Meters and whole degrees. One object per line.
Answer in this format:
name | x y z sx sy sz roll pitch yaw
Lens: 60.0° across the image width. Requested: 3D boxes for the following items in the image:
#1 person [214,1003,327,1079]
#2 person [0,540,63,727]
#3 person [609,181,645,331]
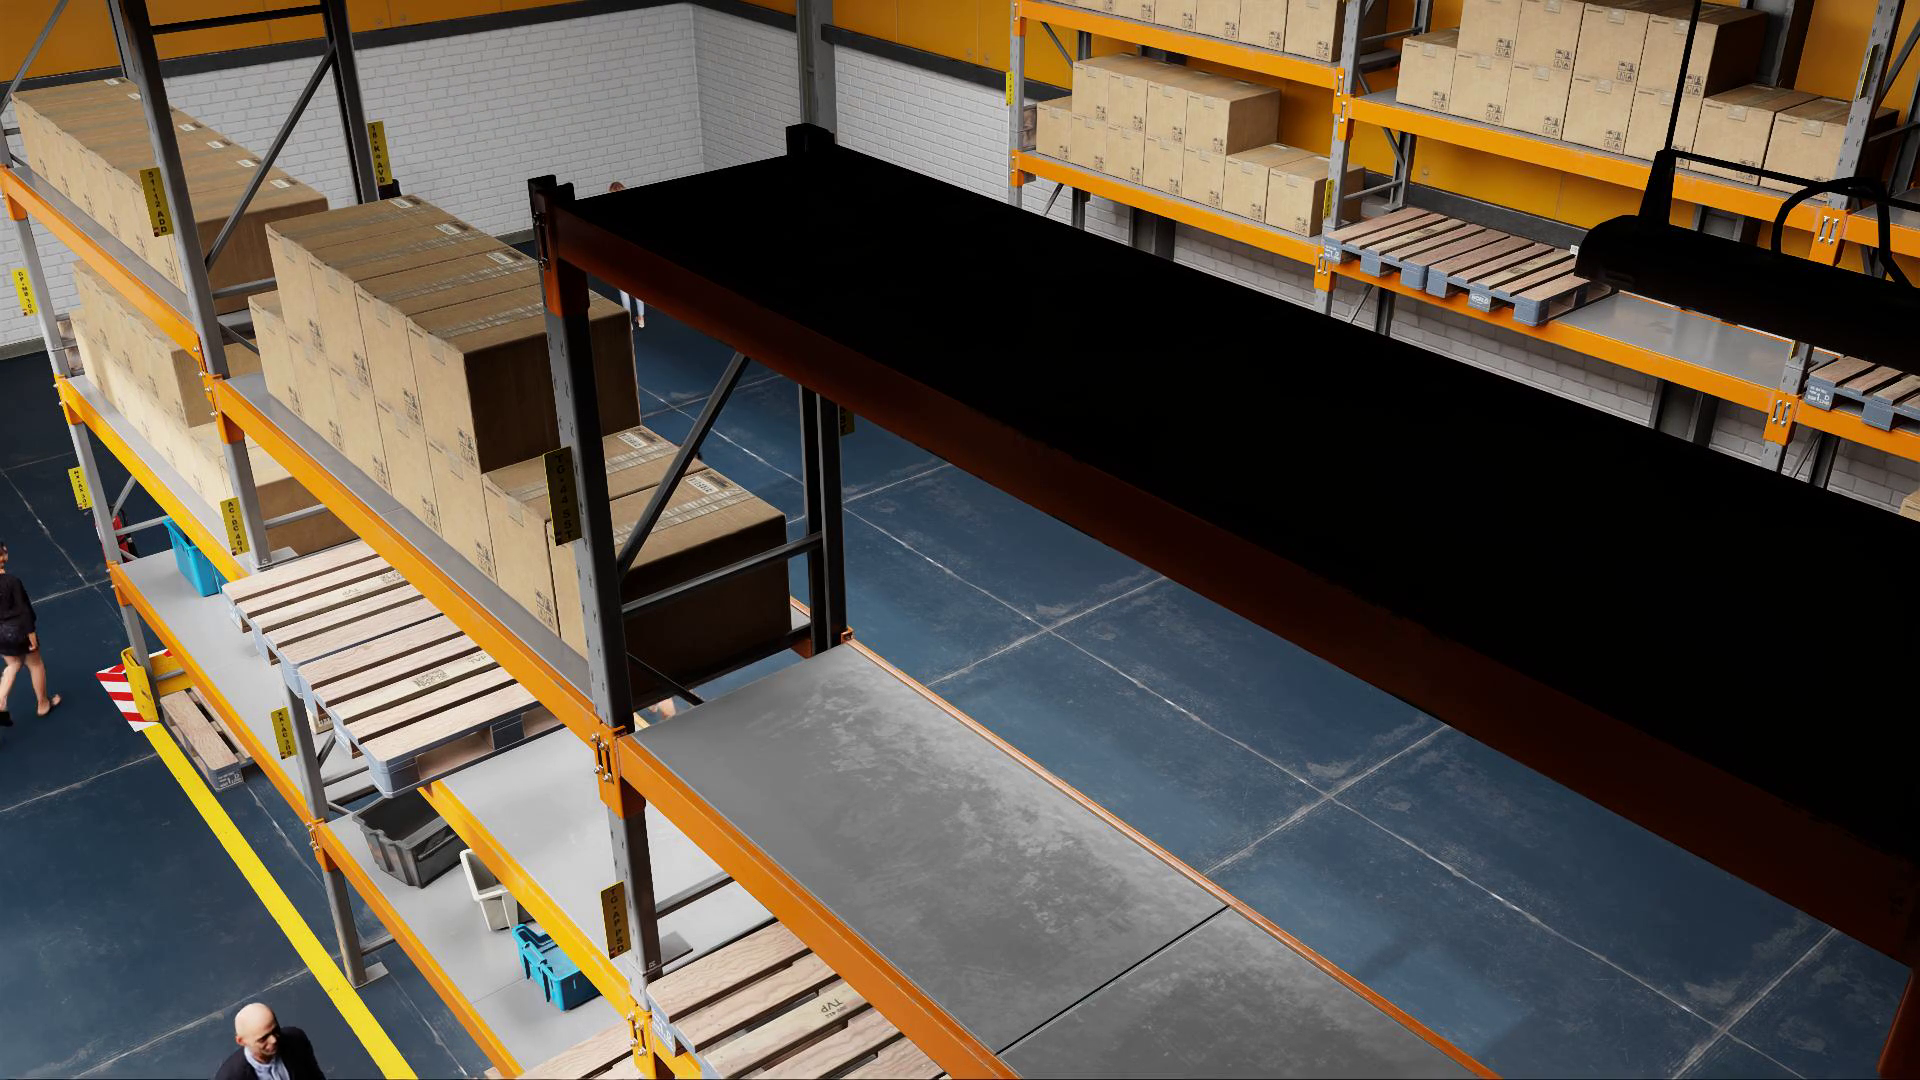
person | -3.326 2.946 8.165 0.985 1.787 0.804 22 36 34
person | -7.167 0.722 12.499 0.845 1.542 0.904 3 29 5
person | -3.982 -3.378 19.750 0.602 1.796 0.521 -19 34 -30
